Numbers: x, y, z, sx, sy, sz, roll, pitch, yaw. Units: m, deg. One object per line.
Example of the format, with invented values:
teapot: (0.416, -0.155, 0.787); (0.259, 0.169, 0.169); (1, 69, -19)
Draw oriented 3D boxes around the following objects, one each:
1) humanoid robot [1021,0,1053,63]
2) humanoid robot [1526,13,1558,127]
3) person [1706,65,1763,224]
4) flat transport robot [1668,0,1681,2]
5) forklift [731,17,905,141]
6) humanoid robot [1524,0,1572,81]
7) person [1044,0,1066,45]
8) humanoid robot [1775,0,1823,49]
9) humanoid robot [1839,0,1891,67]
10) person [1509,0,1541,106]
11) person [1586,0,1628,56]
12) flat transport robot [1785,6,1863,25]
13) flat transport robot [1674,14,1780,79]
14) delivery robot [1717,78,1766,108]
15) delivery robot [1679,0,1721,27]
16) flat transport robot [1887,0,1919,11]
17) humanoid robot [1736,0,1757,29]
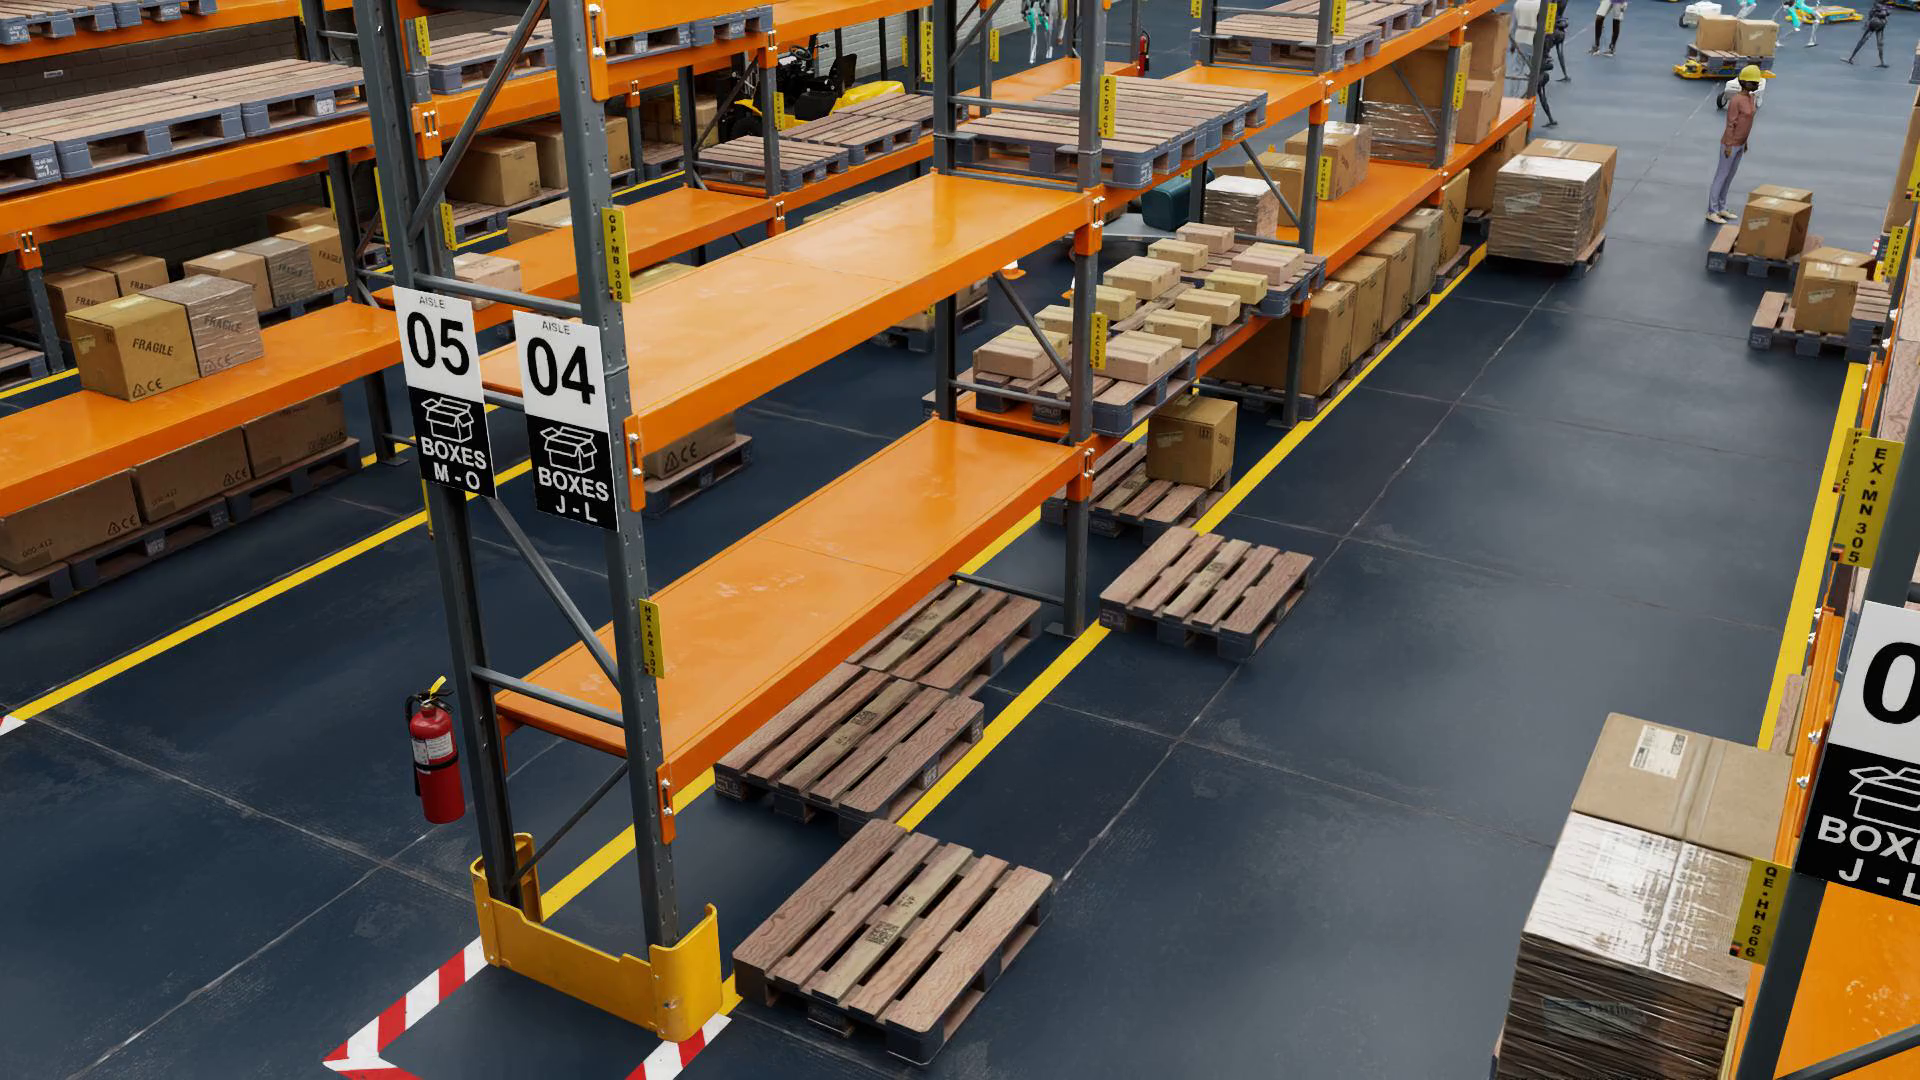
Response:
humanoid robot: (1.400, -9.137, 28.665); (0.548, 1.789, 0.938); (10, 27, 20)
humanoid robot: (8.248, -6.700, 23.684); (0.772, 1.625, 0.610); (3, 26, 6)
person: (8.873, -4.523, 19.015); (0.310, 1.768, 0.522); (23, 34, 40)
flat transport robot: (15.448, -11.775, 35.810); (1.431, 0.231, 0.659); (-16, 30, -30)
forklift: (-1.819, -5.975, 21.543); (2.313, 2.155, 1.214); (14, 29, 26)
humanoid robot: (9.651, -8.291, 26.983); (0.752, 1.627, 0.616); (14, 29, 27)
person: (1.774, -9.925, 30.066); (0.654, 1.925, 0.631); (1, 26, 3)
humanoid robot: (15.070, -9.579, 29.631); (0.532, 1.766, 1.053); (-16, 30, -29)
humanoid robot: (15.495, -8.865, 28.174); (0.758, 1.625, 0.600); (23, 34, 39)
person: (8.523, -7.422, 24.879); (0.623, 1.906, 0.617); (-23, 34, -39)
person: (11.353, -9.401, 28.950); (0.609, 1.933, 0.746); (22, 34, 38)
flat transport robot: (17.125, -10.399, 32.949); (1.431, 0.231, 0.659); (-13, 28, -24)
flat transport robot: (12.663, -7.783, 27.514); (1.431, 0.231, 0.659); (2, 26, 3)
delivery robot: (11.835, -6.784, 25.105); (0.774, 0.592, 0.499); (-22, 33, -38)
delivery robot: (14.337, -10.168, 32.136); (0.781, 0.591, 0.499); (-16, 30, -29)
flat transport robot: (19.917, -11.182, 34.578); (0.659, 0.231, 1.431); (-6, 26, -13)
humanoid robot: (14.829, -10.487, 31.431); (0.755, 1.778, 0.544); (3, 26, 7)
